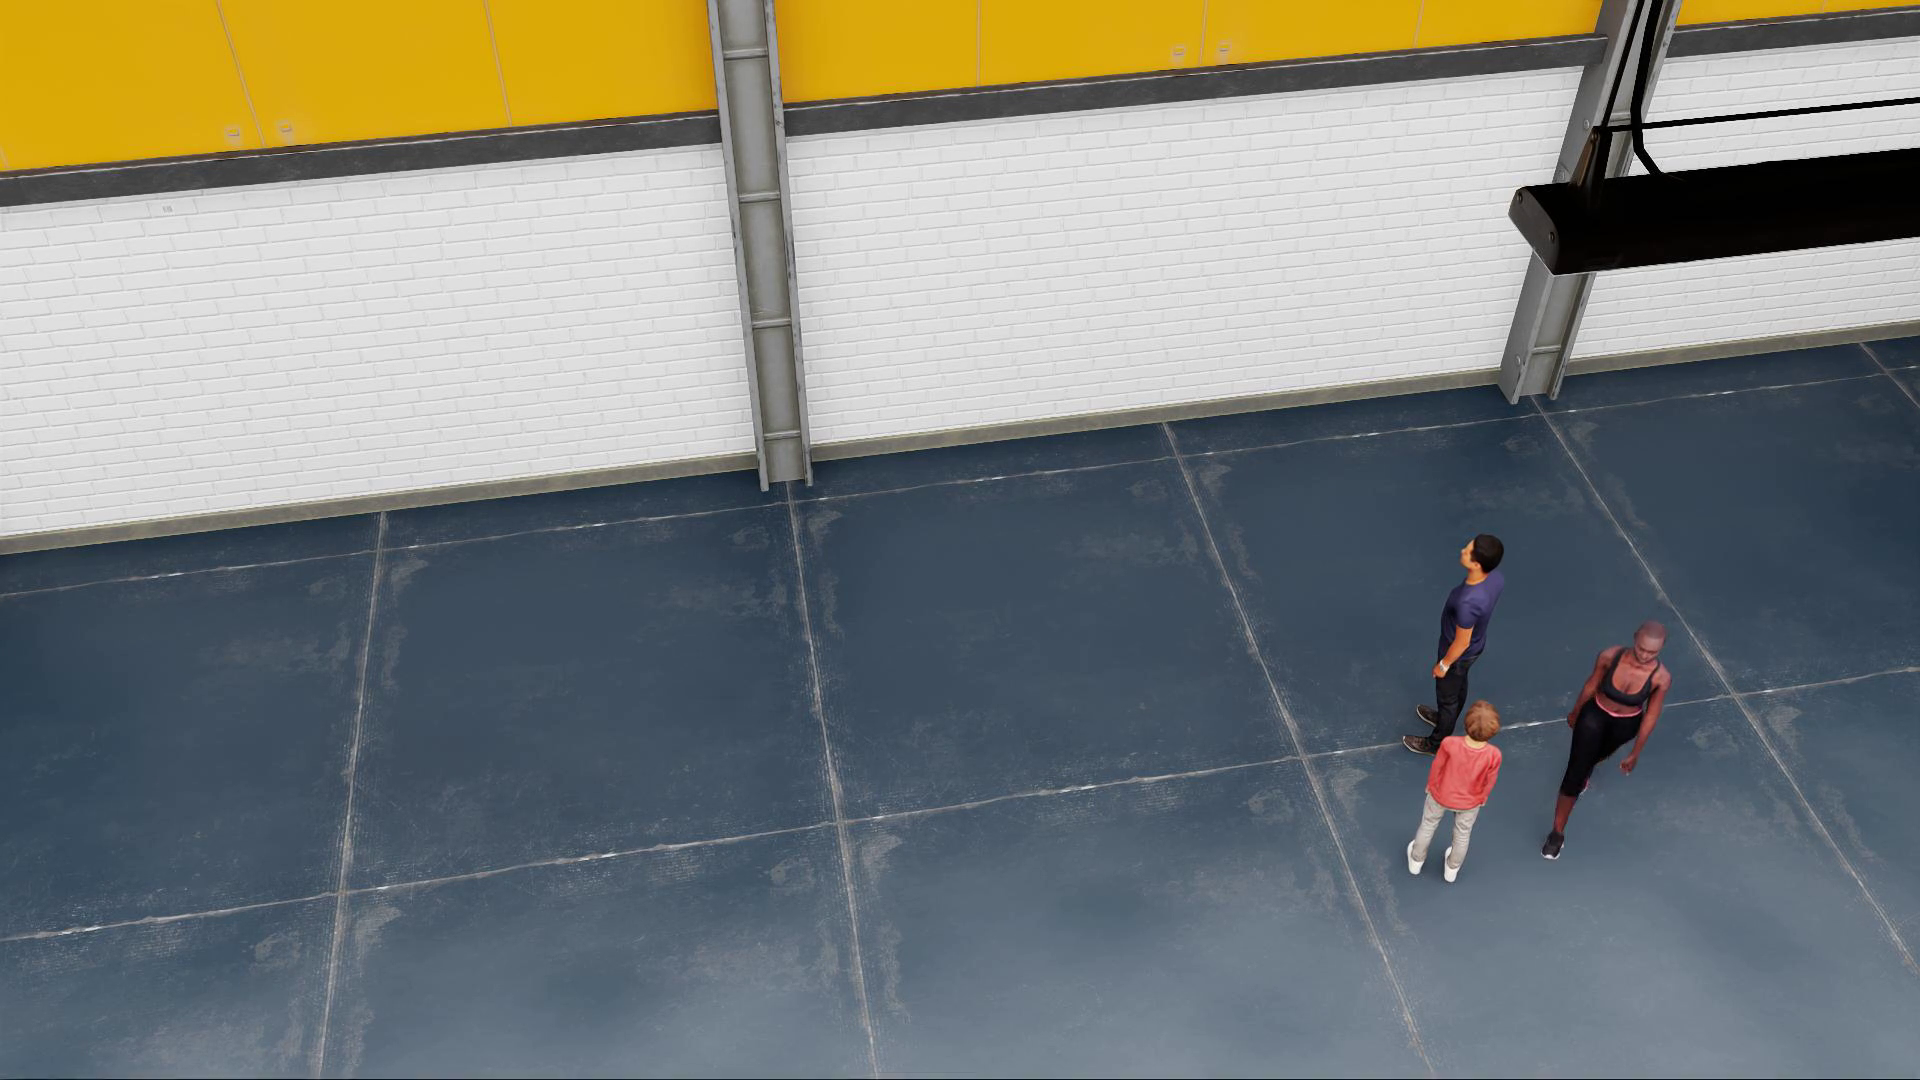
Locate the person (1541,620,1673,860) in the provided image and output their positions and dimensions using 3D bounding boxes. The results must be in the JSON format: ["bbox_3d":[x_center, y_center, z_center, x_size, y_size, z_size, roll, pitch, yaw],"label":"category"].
[{"bbox_3d":[3.875,1.027,9.837,1.196,1.716,1.143,20,47,20],"label":"person"}]

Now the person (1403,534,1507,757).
[{"bbox_3d":[3.070,0.645,10.182,0.756,1.793,0.716,22,48,22],"label":"person"}]

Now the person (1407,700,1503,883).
[{"bbox_3d":[2.870,1.458,9.603,0.530,1.414,0.637,12,45,12],"label":"person"}]
